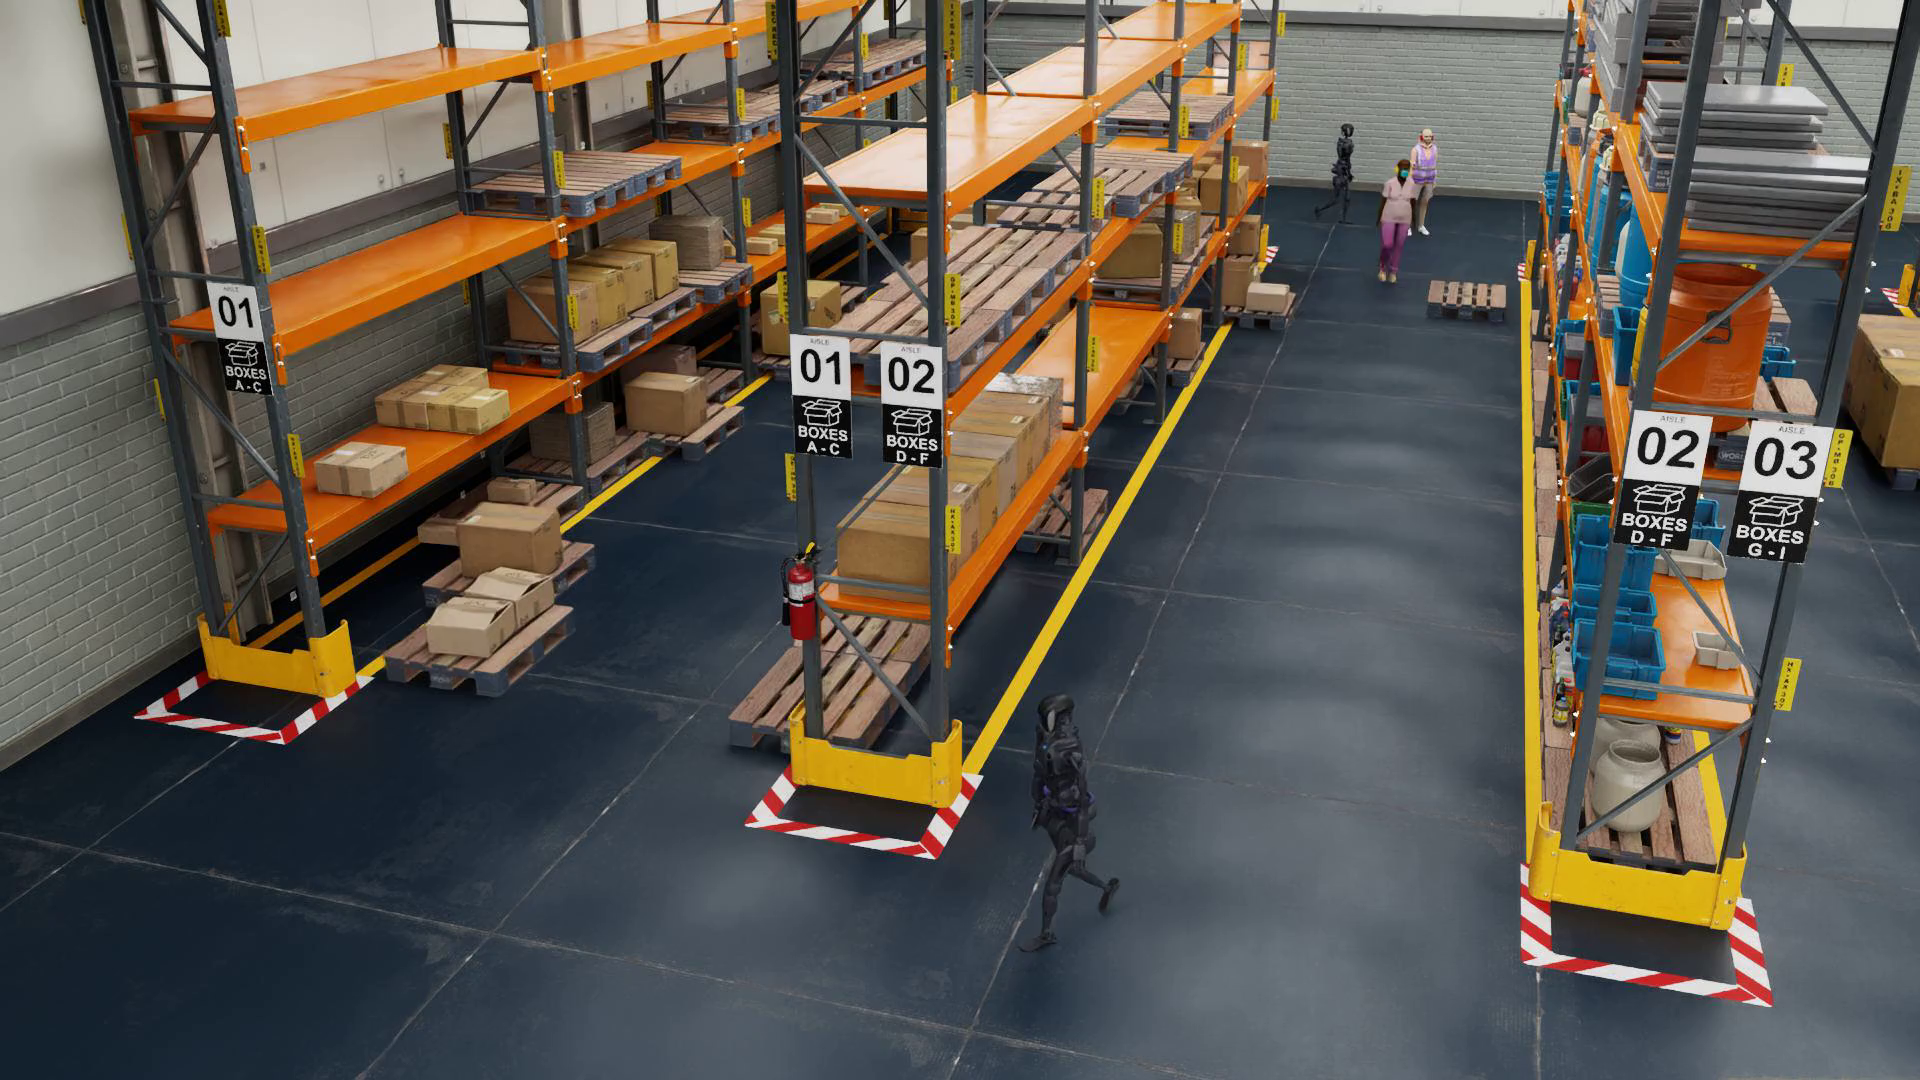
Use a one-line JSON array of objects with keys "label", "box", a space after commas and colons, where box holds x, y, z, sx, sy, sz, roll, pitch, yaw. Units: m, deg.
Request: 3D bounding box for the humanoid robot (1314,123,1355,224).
[{"label": "humanoid robot", "box": [6.252, -6.062, 27.482, 0.655, 1.638, 0.610, 13, 27, 27]}]

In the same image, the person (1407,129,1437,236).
[{"label": "person", "box": [7.407, -5.741, 26.683, 0.493, 1.693, 0.348, -5, 24, -12]}]

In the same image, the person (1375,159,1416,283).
[{"label": "person", "box": [6.249, -4.555, 23.809, 0.572, 1.781, 0.435, -1, 23, -2]}]

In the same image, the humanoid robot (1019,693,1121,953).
[{"label": "humanoid robot", "box": [0.680, 1.612, 9.729, 0.782, 1.632, 0.586, -12, 26, -26]}]
